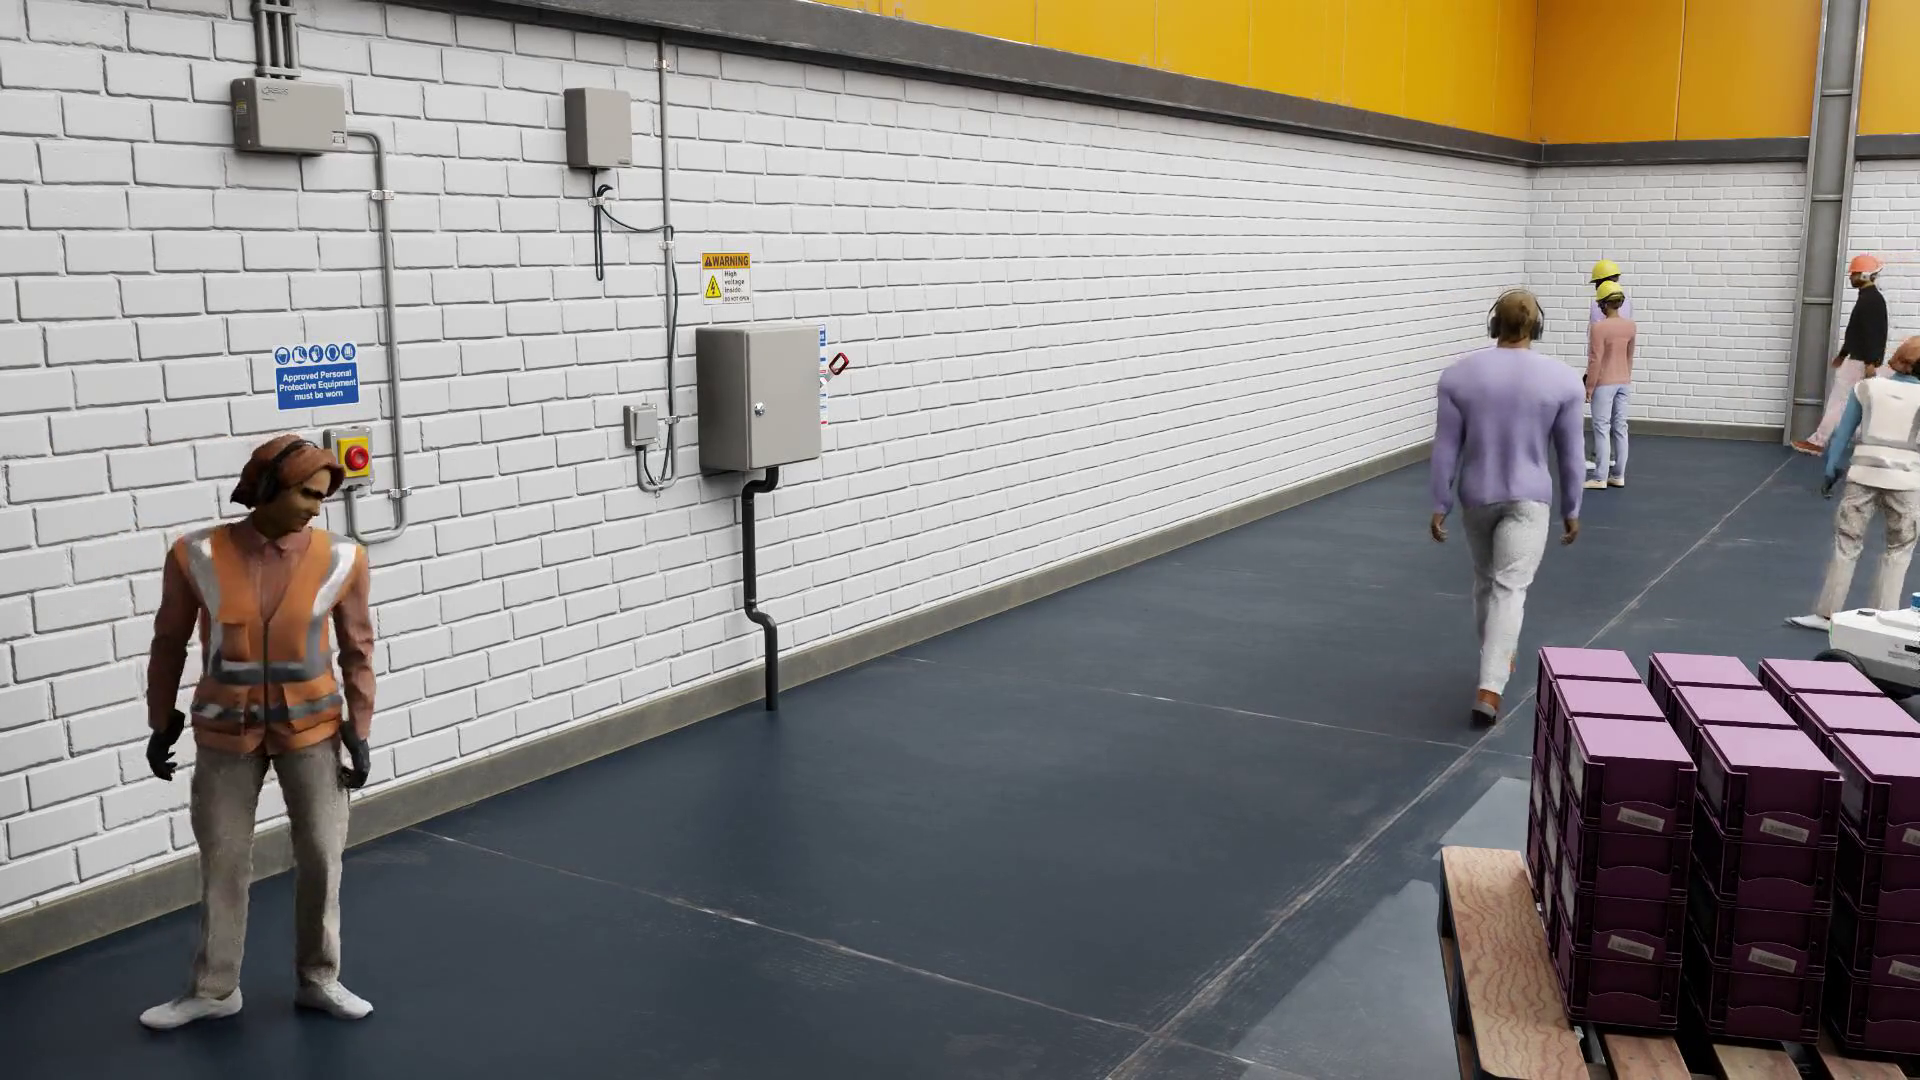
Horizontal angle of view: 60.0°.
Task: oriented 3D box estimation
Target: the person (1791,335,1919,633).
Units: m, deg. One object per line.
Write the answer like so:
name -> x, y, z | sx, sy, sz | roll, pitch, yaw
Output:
person -> 4.840, -0.283, 8.825 | 0.667, 1.610, 0.339 | 9, 14, 41

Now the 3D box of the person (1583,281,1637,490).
person -> 5.459, -1.298, 14.044 | 0.523, 1.761, 0.328 | -6, 12, -29

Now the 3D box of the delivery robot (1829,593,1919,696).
delivery robot -> 4.214, 0.475, 7.294 | 0.477, 0.478, 0.707 | -6, 12, -28

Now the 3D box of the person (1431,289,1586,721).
person -> 2.444, -0.173, 7.452 | 0.642, 1.893, 1.034 | 5, 12, 28

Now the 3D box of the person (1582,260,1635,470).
person -> 5.895, -1.592, 15.231 | 0.585, 1.918, 0.377 | -8, 13, -39

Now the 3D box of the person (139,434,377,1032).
person -> -1.867, 0.528, 4.339 | 0.666, 1.606, 0.338 | -4, 11, -20

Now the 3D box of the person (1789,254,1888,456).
person -> 8.577, -1.764, 16.074 | 0.958, 1.949, 0.615 | 7, 12, 34
